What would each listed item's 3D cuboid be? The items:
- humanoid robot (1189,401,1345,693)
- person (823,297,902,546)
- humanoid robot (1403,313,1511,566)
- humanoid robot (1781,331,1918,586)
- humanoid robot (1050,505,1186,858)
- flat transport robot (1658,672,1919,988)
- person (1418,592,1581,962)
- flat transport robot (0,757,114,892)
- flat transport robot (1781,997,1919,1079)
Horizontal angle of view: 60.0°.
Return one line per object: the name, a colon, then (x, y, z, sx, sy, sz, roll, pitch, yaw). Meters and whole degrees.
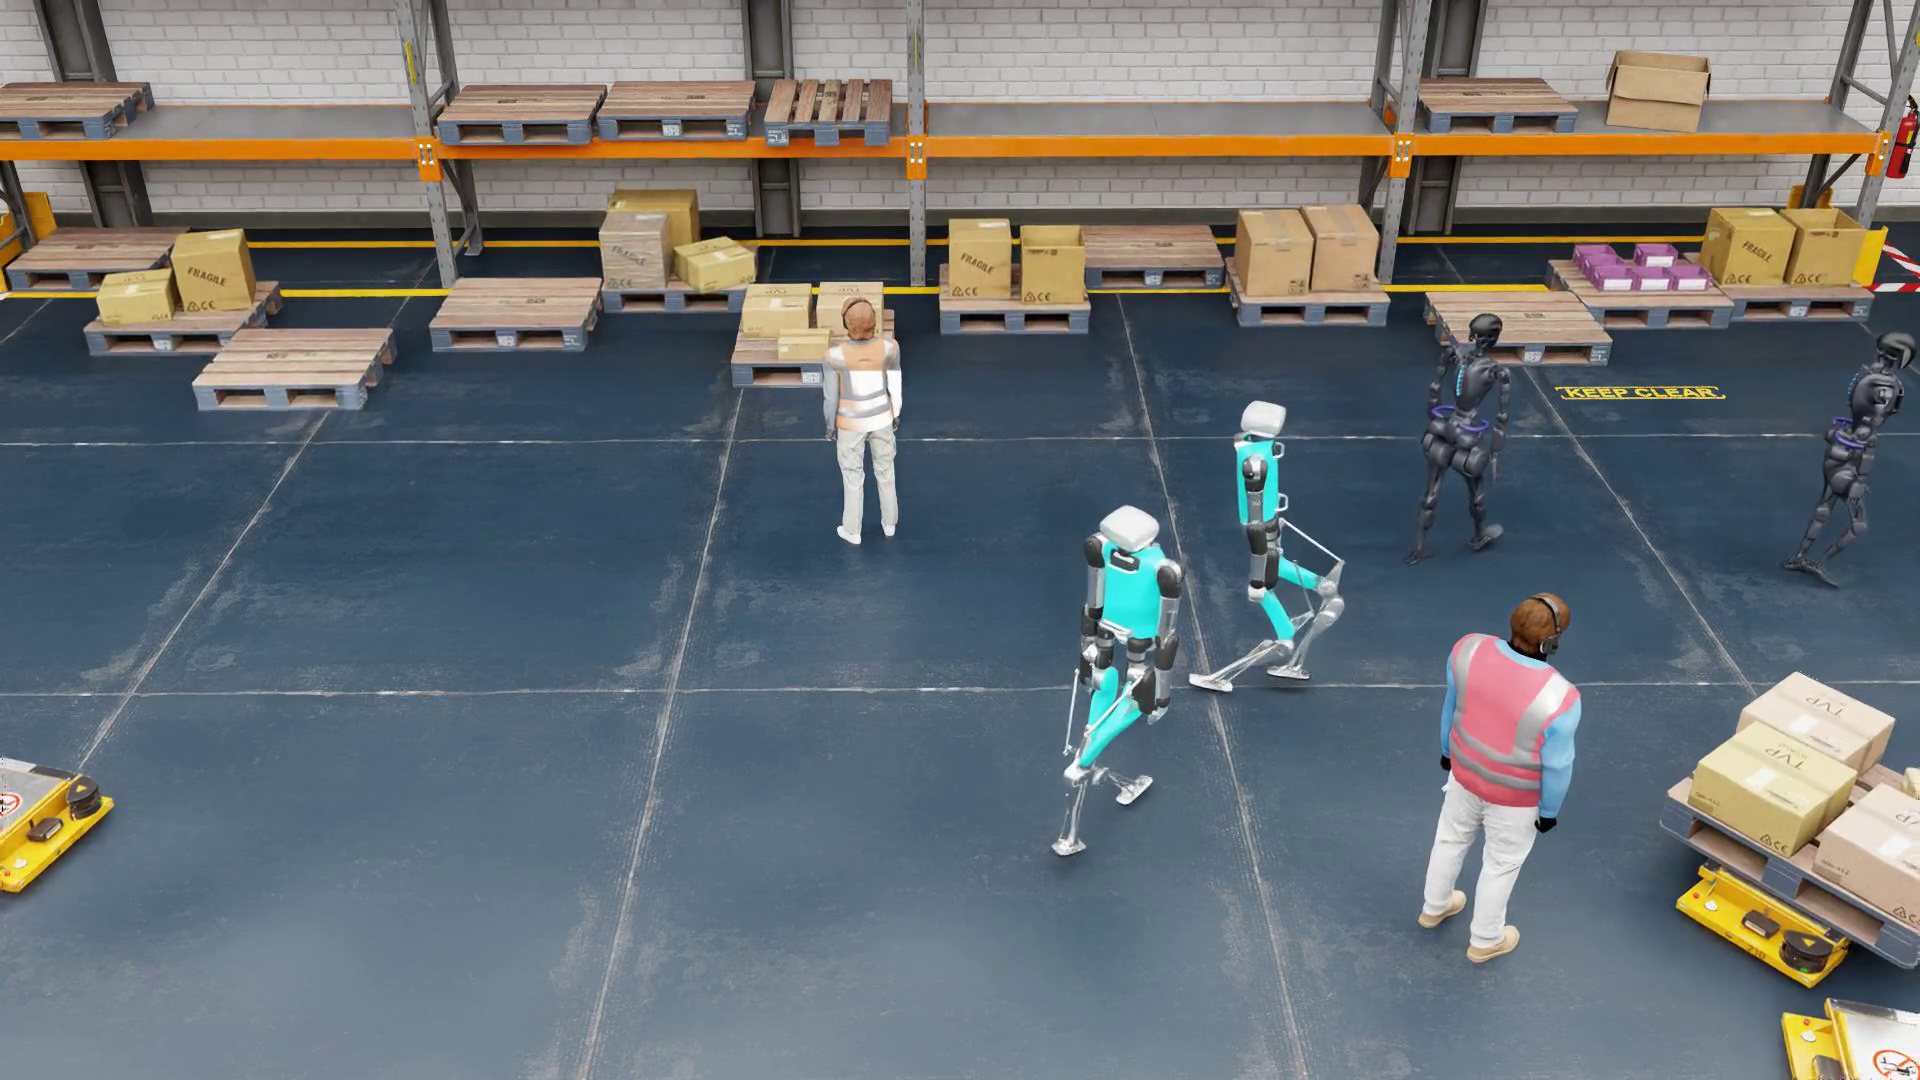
humanoid robot: (1.734, 0.107, 8.824, 0.910, 1.767, 0.541, 6, 31, 9)
person: (-0.593, -0.723, 10.281, 0.510, 1.640, 0.306, -12, 33, -19)
humanoid robot: (3.077, -0.639, 10.129, 0.696, 1.636, 0.589, -23, 38, -33)
humanoid robot: (5.277, -0.494, 9.866, 0.367, 1.650, 0.594, 10, 32, 15)
humanoid robot: (0.630, 0.743, 7.791, 0.545, 1.769, 1.036, 25, 39, 35)
flat transport robot: (4.073, 1.547, 7.835, 1.431, 0.231, 0.659, -22, 38, -32)
person: (2.343, 1.020, 7.201, 0.431, 1.836, 0.628, -22, 37, -32)
flat transport robot: (-5.007, 1.333, 8.192, 1.431, 0.231, 0.659, 8, 32, 14)
flat transport robot: (4.119, 2.254, 6.658, 1.431, 0.231, 0.659, 8, 32, 13)
